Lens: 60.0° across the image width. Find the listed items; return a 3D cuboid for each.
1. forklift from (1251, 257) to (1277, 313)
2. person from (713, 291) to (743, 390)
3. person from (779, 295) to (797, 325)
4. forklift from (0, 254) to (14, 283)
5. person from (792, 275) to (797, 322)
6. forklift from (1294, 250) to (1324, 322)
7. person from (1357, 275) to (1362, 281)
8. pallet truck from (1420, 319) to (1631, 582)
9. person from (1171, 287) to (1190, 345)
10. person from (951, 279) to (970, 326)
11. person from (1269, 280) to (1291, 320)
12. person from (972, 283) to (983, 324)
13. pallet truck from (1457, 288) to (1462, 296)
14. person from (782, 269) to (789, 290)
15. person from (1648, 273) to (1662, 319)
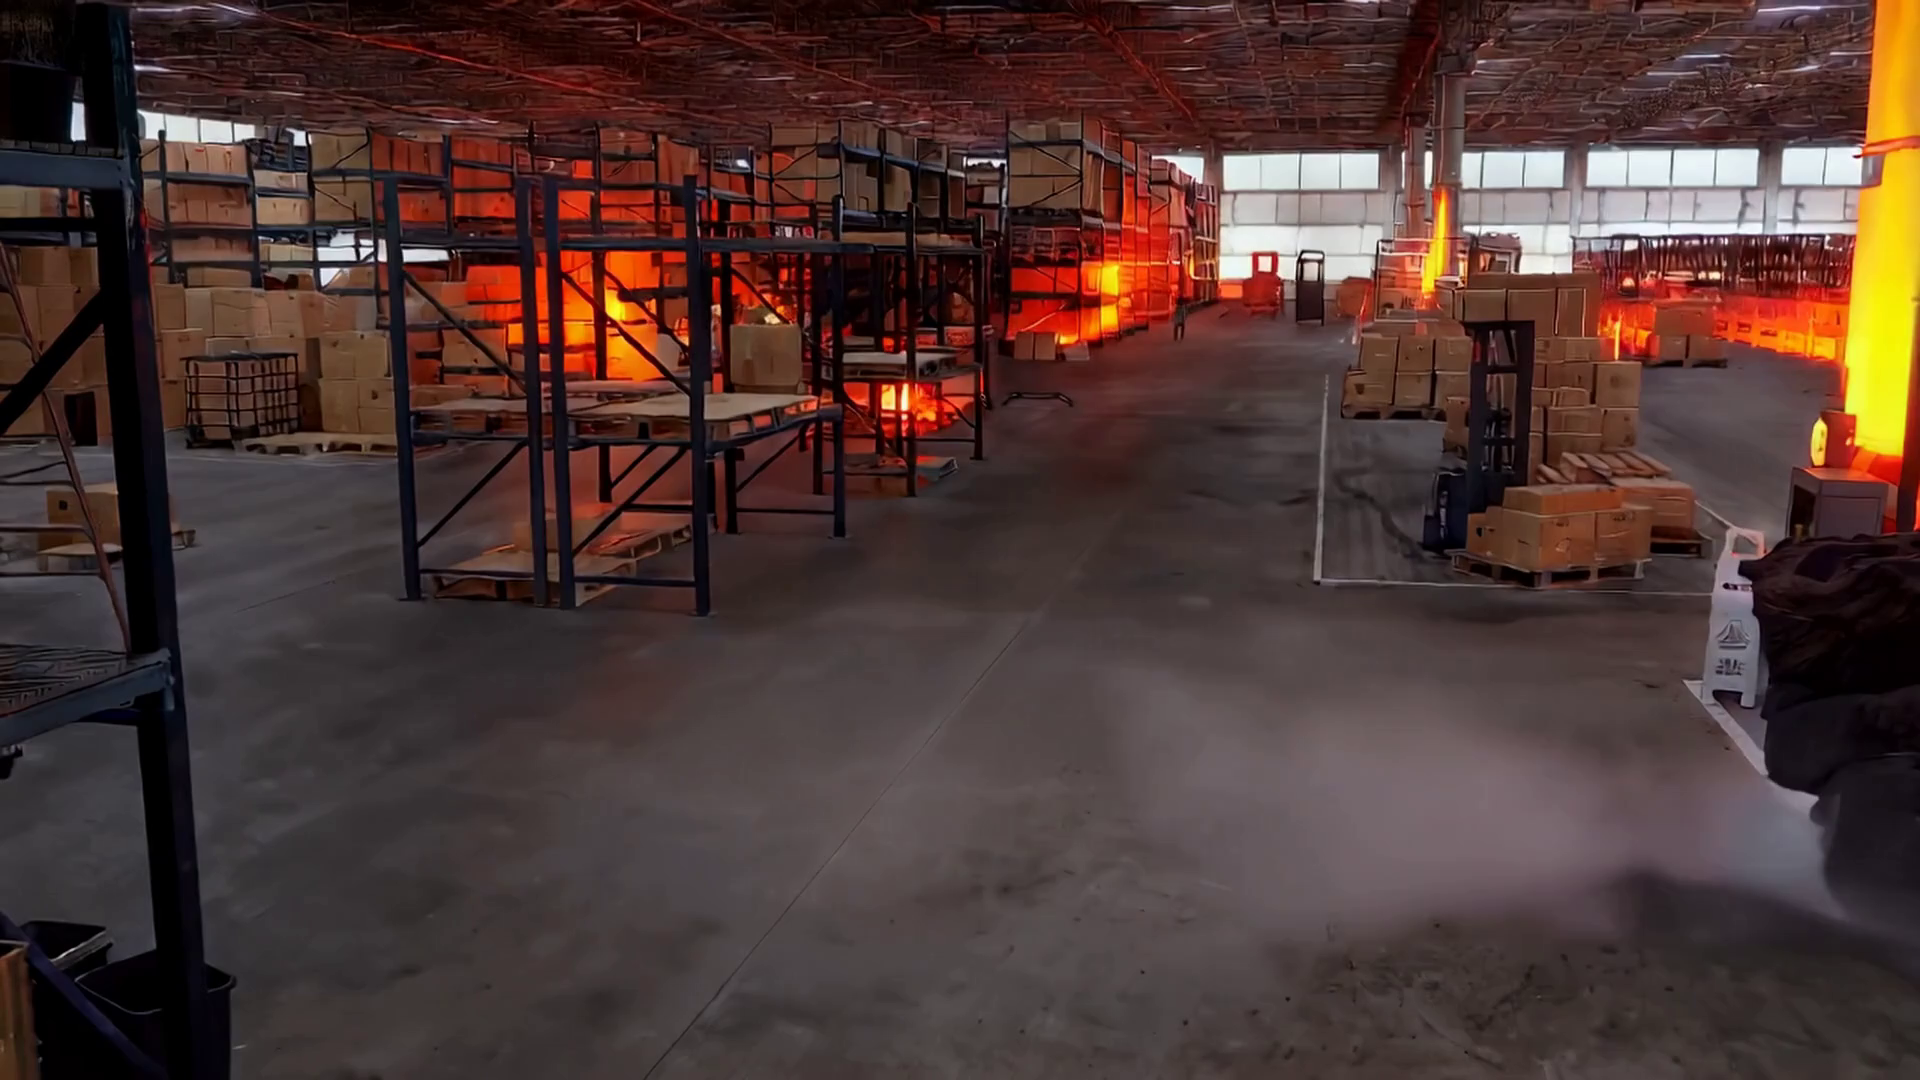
[{"bbox_3d":[13.927,-11.782,75.977,1.129,2.768,1.873,2,10,12],"label":"forklift"},{"bbox_3d":[-4.404,-3.813,31.671,0.589,1.910,0.396,-5,11,-28],"label":"person"},{"bbox_3d":[-3.959,-4.863,38.608,0.814,1.668,0.533,9,13,43],"label":"person"},{"bbox_3d":[-21.751,-5.289,37.525,1.873,2.768,1.129,2,10,12],"label":"forklift"},{"bbox_3d":[-6.473,-9.563,65.904,0.373,1.840,0.570,7,12,35],"label":"person"},{"bbox_3d":[13.778,-10.002,65.433,1.129,2.768,1.873,2,10,12],"label":"forklift"},{"bbox_3d":[20.200,-12.577,84.181,0.928,1.694,0.570,9,13,42],"label":"person"},{"bbox_3d":[4.543,-0.757,13.299,0.823,1.965,1.885,-4,10,-22],"label":"pallet truck"},{"bbox_3d":[6.386,-6.496,48.220,0.551,1.664,0.707,2,10,13],"label":"person"},{"bbox_3d":[0.016,-6.432,47.145,0.557,1.924,0.495,1,10,5],"label":"person"},{"bbox_3d":[13.046,-9.798,67.880,0.901,1.649,0.540,2,10,10],"label":"person"},{"bbox_3d":[0.751,-9.208,63.675,0.436,1.892,0.646,7,12,34],"label":"person"},{"bbox_3d":[20.506,-9.785,68.819,0.653,1.274,1.630,2,10,12],"label":"pallet truck"},{"bbox_3d":[-8.099,-11.657,77.808,0.617,2.057,0.550,5,11,29],"label":"person"},{"bbox_3d":[27.239,-9.491,65.166,0.404,1.945,0.615,-4,10,-24],"label":"person"}]
